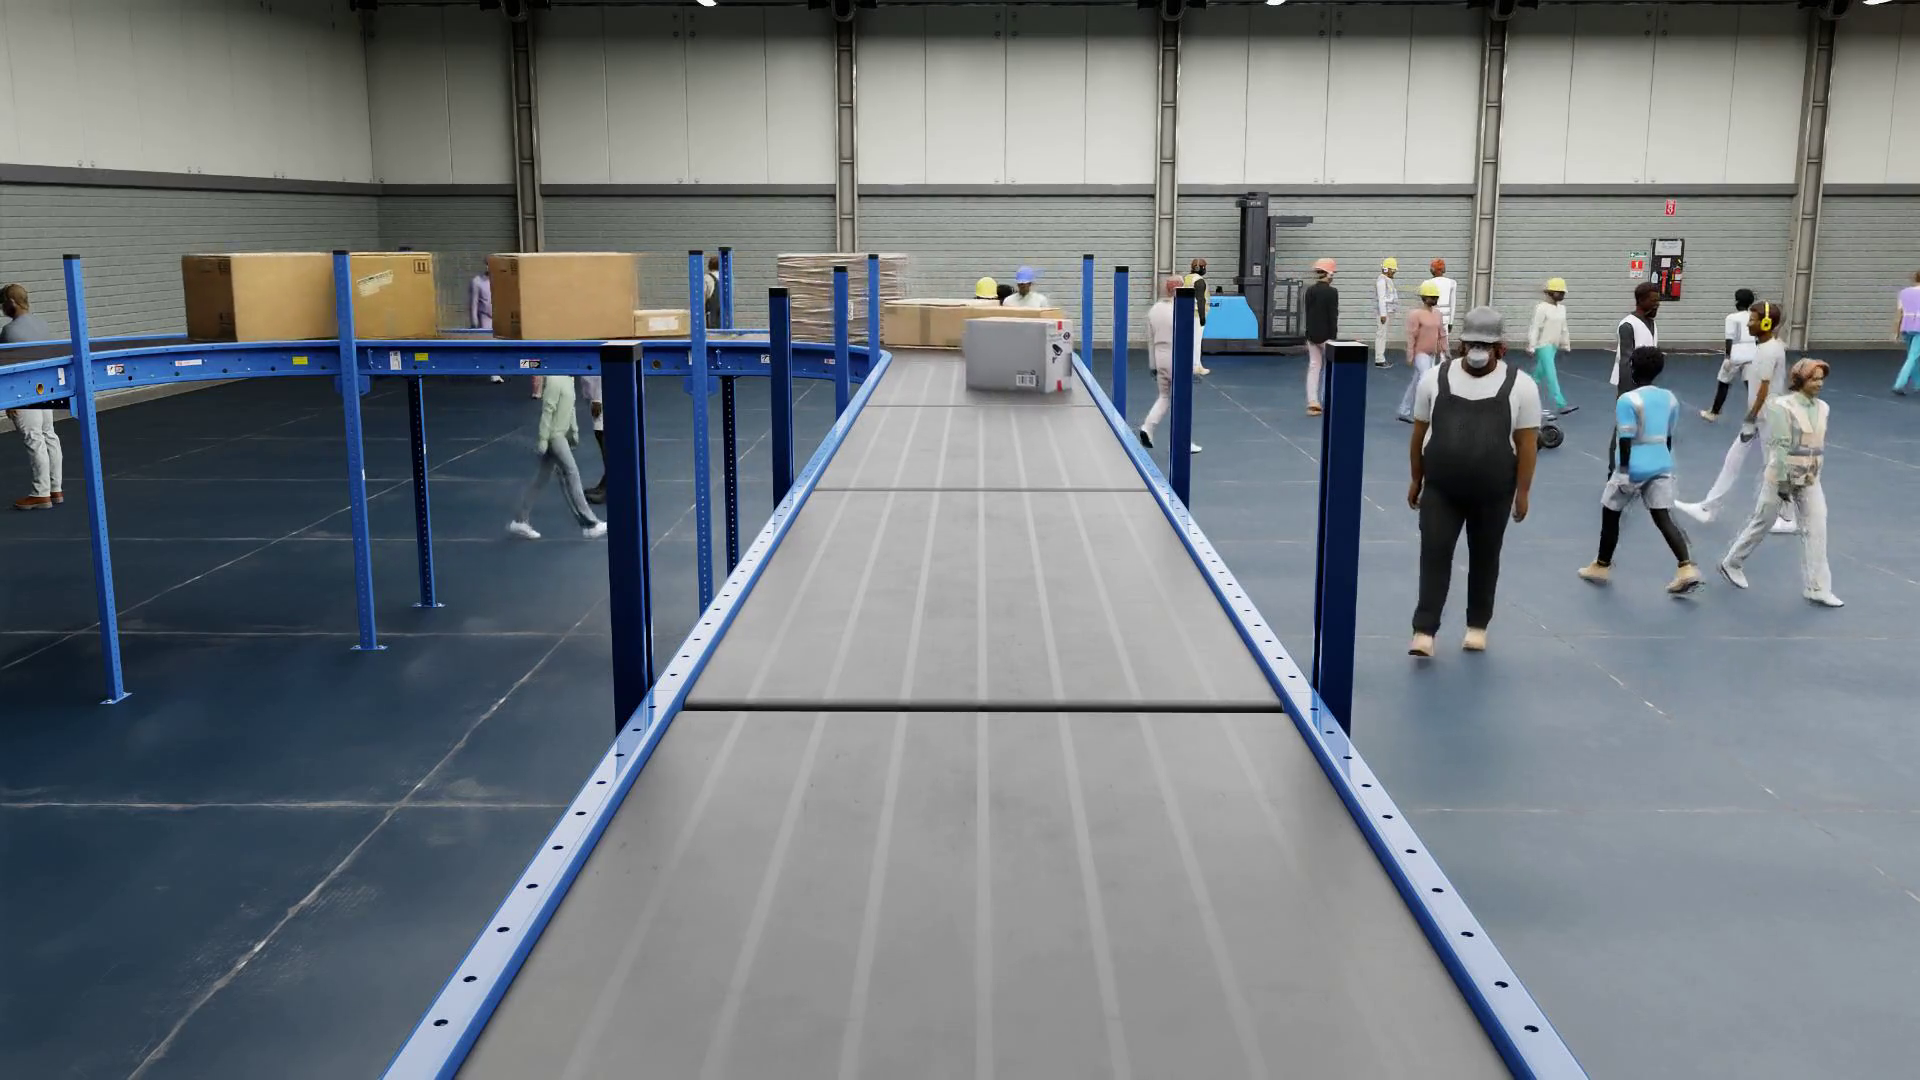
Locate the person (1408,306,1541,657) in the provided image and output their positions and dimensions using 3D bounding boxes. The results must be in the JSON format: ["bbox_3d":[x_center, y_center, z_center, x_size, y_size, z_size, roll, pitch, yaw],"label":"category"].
[{"bbox_3d":[2.880,-0.307,9.414,0.706,2.000,0.930,4,12,21],"label":"person"}]

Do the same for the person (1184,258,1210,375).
[{"bbox_3d":[3.797,-3.595,26.730,0.430,1.839,0.619,-3,11,-16],"label":"person"}]

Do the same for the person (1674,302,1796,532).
[{"bbox_3d":[6.309,-0.984,13.333,0.941,1.822,0.555,4,12,18],"label":"person"}]

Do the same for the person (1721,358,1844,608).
[{"bbox_3d":[5.470,-0.414,10.996,0.502,1.599,0.859,-4,12,-18],"label":"person"}]

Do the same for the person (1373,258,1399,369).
[{"bbox_3d":[7.100,-3.784,27.738,0.403,1.822,0.589,4,12,19],"label":"person"}]

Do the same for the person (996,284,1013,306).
[{"bbox_3d":[0.627,-2.375,20.864,0.625,1.673,0.548,4,12,21],"label":"person"}]

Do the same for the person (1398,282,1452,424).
[{"bbox_3d":[5.634,-2.231,20.011,0.539,1.717,0.899,-8,14,-36],"label":"person"}]

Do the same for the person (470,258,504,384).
[{"bbox_3d":[-6.934,-3.279,24.961,0.677,1.881,0.766,-9,14,-39],"label":"person"}]

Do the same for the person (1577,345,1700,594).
[{"bbox_3d":[4.636,-0.477,11.179,0.529,1.658,0.868,-5,12,-25],"label":"person"}]

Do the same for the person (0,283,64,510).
[{"bbox_3d":[-8.060,-1.244,14.399,0.371,1.934,0.627,-1,11,-4],"label":"person"}]

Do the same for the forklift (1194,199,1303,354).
[{"bbox_3d":[5.313,-4.851,30.603,1.873,2.768,1.129,0,11,1],"label":"forklift"}]

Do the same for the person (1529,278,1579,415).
[{"bbox_3d":[7.542,-2.446,21.098,0.545,1.712,0.900,-8,14,-37],"label":"person"}]

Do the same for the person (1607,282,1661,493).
[{"bbox_3d":[6.178,-1.404,15.264,0.371,1.915,0.597,10,15,41],"label":"person"}]

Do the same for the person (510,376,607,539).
[{"bbox_3d":[-3.127,-0.789,12.939,0.884,1.583,0.530,-1,11,-4],"label":"person"}]

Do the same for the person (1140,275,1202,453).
[{"bbox_3d":[2.282,-1.856,17.638,0.625,1.894,0.667,-8,14,-35],"label":"person"}]

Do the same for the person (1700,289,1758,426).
[{"bbox_3d":[9.321,-2.179,19.916,0.548,1.640,0.889,-3,11,-14],"label":"person"}]

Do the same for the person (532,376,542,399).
[{"bbox_3d":[-5.757,-2.917,23.051,0.642,1.913,0.408,-3,11,-13],"label":"person"}]

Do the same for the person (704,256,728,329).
[{"bbox_3d":[-4.240,-4.025,28.967,0.527,1.830,0.722,-8,13,-34],"label":"person"}]

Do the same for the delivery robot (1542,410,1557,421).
[{"bbox_3d":[6.166,-1.446,18.185,0.335,0.223,0.698,-10,15,-42],"label":"delivery robot"}]

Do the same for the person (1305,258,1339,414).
[{"bbox_3d":[4.664,-2.582,21.134,0.573,1.979,0.653,-6,12,-27],"label":"person"}]

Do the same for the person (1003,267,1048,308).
[{"bbox_3d":[0.811,-2.407,20.497,0.608,1.898,1.055,3,11,14],"label":"person"}]

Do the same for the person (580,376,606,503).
[{"bbox_3d":[-3.223,-1.305,14.700,0.373,1.935,0.551,-2,11,-11],"label":"person"}]

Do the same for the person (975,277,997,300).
[{"bbox_3d":[0.246,-1.580,16.143,0.594,1.922,0.375,-6,12,-26],"label":"person"}]

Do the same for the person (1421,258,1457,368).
[{"bbox_3d":[7.126,-3.261,24.883,0.573,1.887,0.355,-3,11,-16],"label":"person"}]

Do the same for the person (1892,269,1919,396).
[{"bbox_3d":[13.506,-2.937,23.463,0.985,1.801,0.587,-6,13,-28],"label":"person"}]
